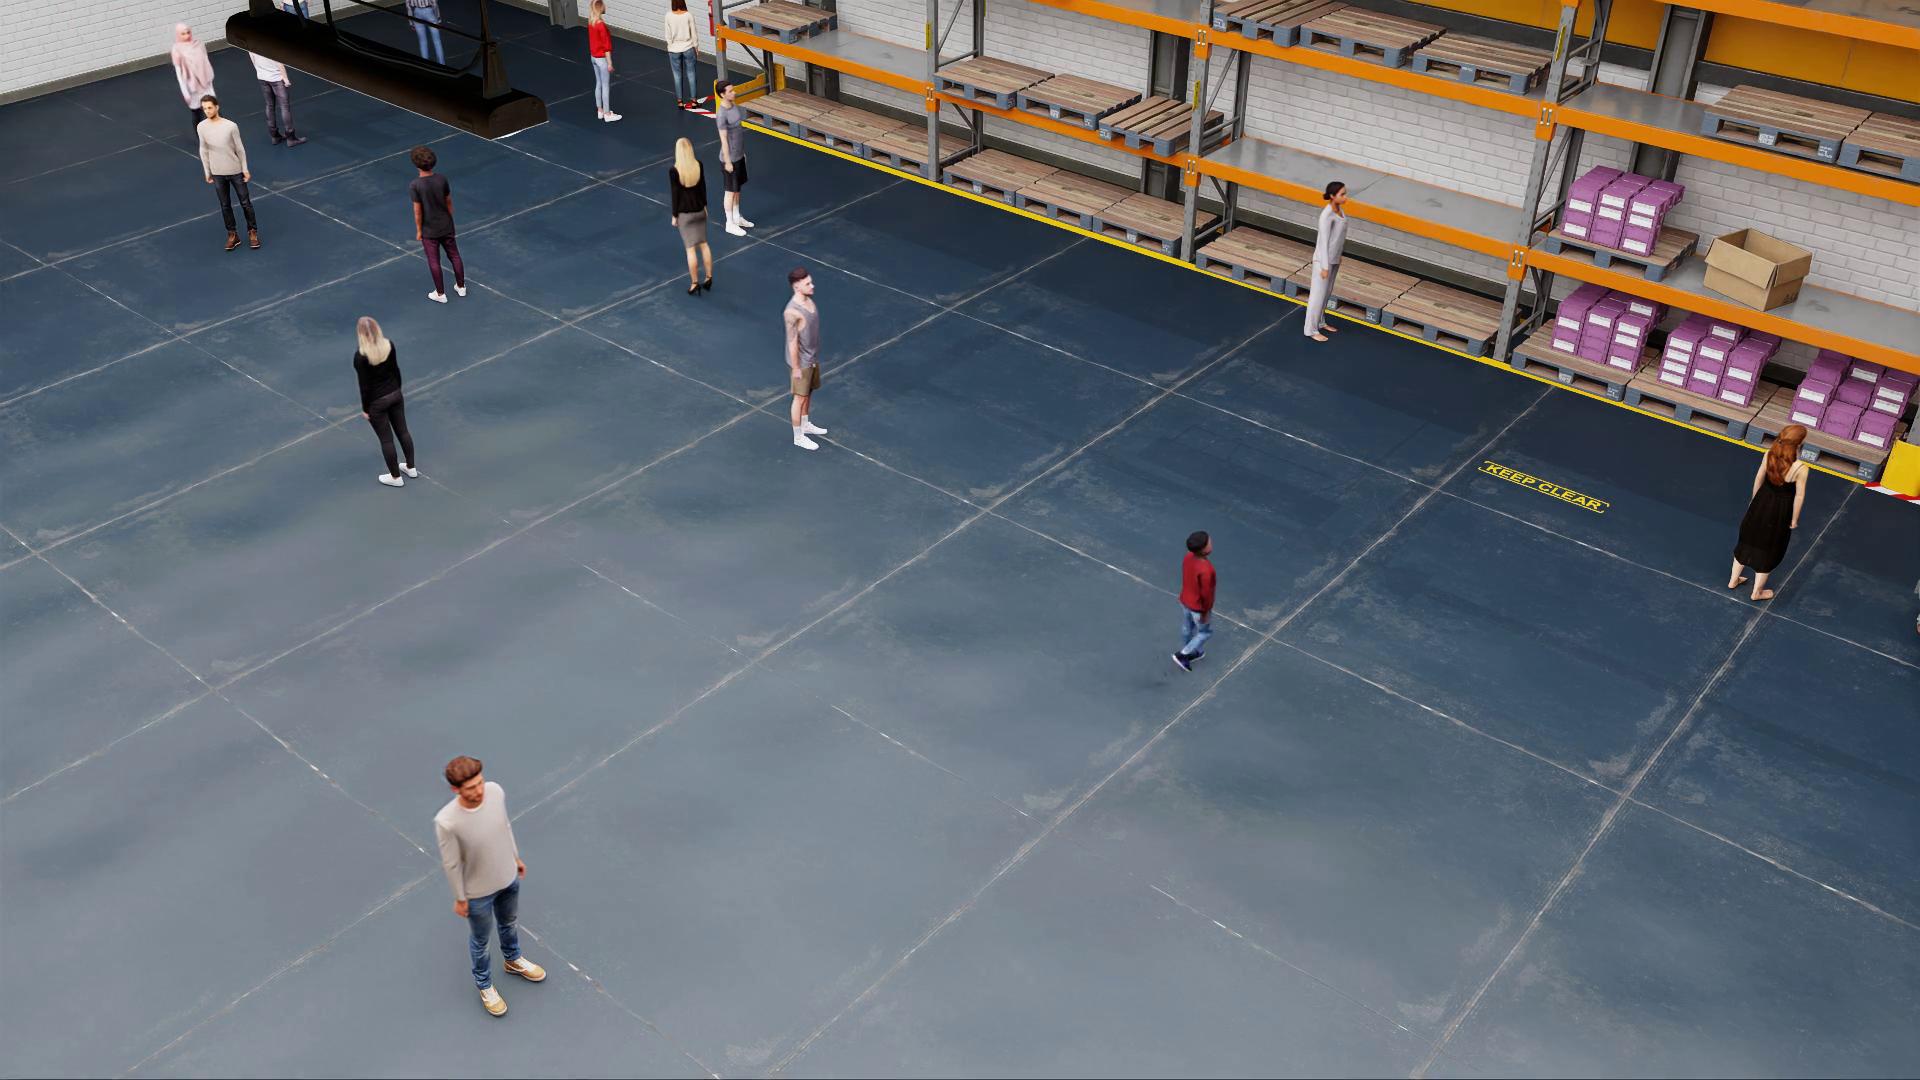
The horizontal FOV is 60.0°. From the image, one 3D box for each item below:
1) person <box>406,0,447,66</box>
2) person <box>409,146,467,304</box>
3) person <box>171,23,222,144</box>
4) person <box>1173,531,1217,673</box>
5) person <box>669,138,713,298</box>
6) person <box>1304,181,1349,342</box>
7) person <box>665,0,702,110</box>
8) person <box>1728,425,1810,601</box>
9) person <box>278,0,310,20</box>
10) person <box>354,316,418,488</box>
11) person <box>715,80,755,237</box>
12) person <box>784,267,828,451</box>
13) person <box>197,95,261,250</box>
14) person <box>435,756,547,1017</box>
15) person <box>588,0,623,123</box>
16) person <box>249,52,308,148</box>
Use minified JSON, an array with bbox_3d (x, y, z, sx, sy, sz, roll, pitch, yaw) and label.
[{"bbox_3d":[-8.031,-7.805,25.004,0.694,1.796,0.734,-6,34,-8],"label":"person"},{"bbox_3d":[-5.866,-3.536,18.596,0.645,1.782,0.572,-28,43,-35],"label":"person"},{"bbox_3d":[-10.320,-6.067,22.427,1.123,1.756,0.687,27,42,34],"label":"person"},{"bbox_3d":[1.801,0.496,13.012,0.671,1.248,0.615,-14,36,-20],"label":"person"},{"bbox_3d":[-3.011,-3.622,18.669,0.632,1.843,0.592,-25,41,-33],"label":"person"},{"bbox_3d":[3.939,-3.021,17.862,0.600,1.737,0.663,18,38,25],"label":"person"},{"bbox_3d":[-4.008,-7.066,23.996,0.680,1.682,0.763,1,34,1],"label":"person"},{"bbox_3d":[6.724,-0.249,13.792,0.706,1.624,0.591,-20,39,-27],"label":"person"},{"bbox_3d":[-10.393,-8.387,25.975,0.671,1.691,0.643,-20,39,-28],"label":"person"},{"bbox_3d":[-5.288,-1.277,15.282,0.559,1.686,0.632,20,39,27],"label":"person"},{"bbox_3d":[-2.787,-4.670,20.220,0.714,1.871,0.736,8,34,12],"label":"person"},{"bbox_3d":[-1.498,-1.762,15.934,0.715,1.844,0.713,8,34,11],"label":"person"},{"bbox_3d":[-8.725,-4.392,19.806,0.747,1.867,0.786,-6,34,-8],"label":"person"},{"bbox_3d":[-2.875,2.044,10.092,0.583,1.902,0.689,21,39,28],"label":"person"},{"bbox_3d":[-5.089,-6.816,23.602,0.719,1.702,0.519,-24,41,-32],"label":"person"},{"bbox_3d":[-9.414,-6.317,22.734,0.611,1.831,0.786,14,36,20],"label":"person"}]
